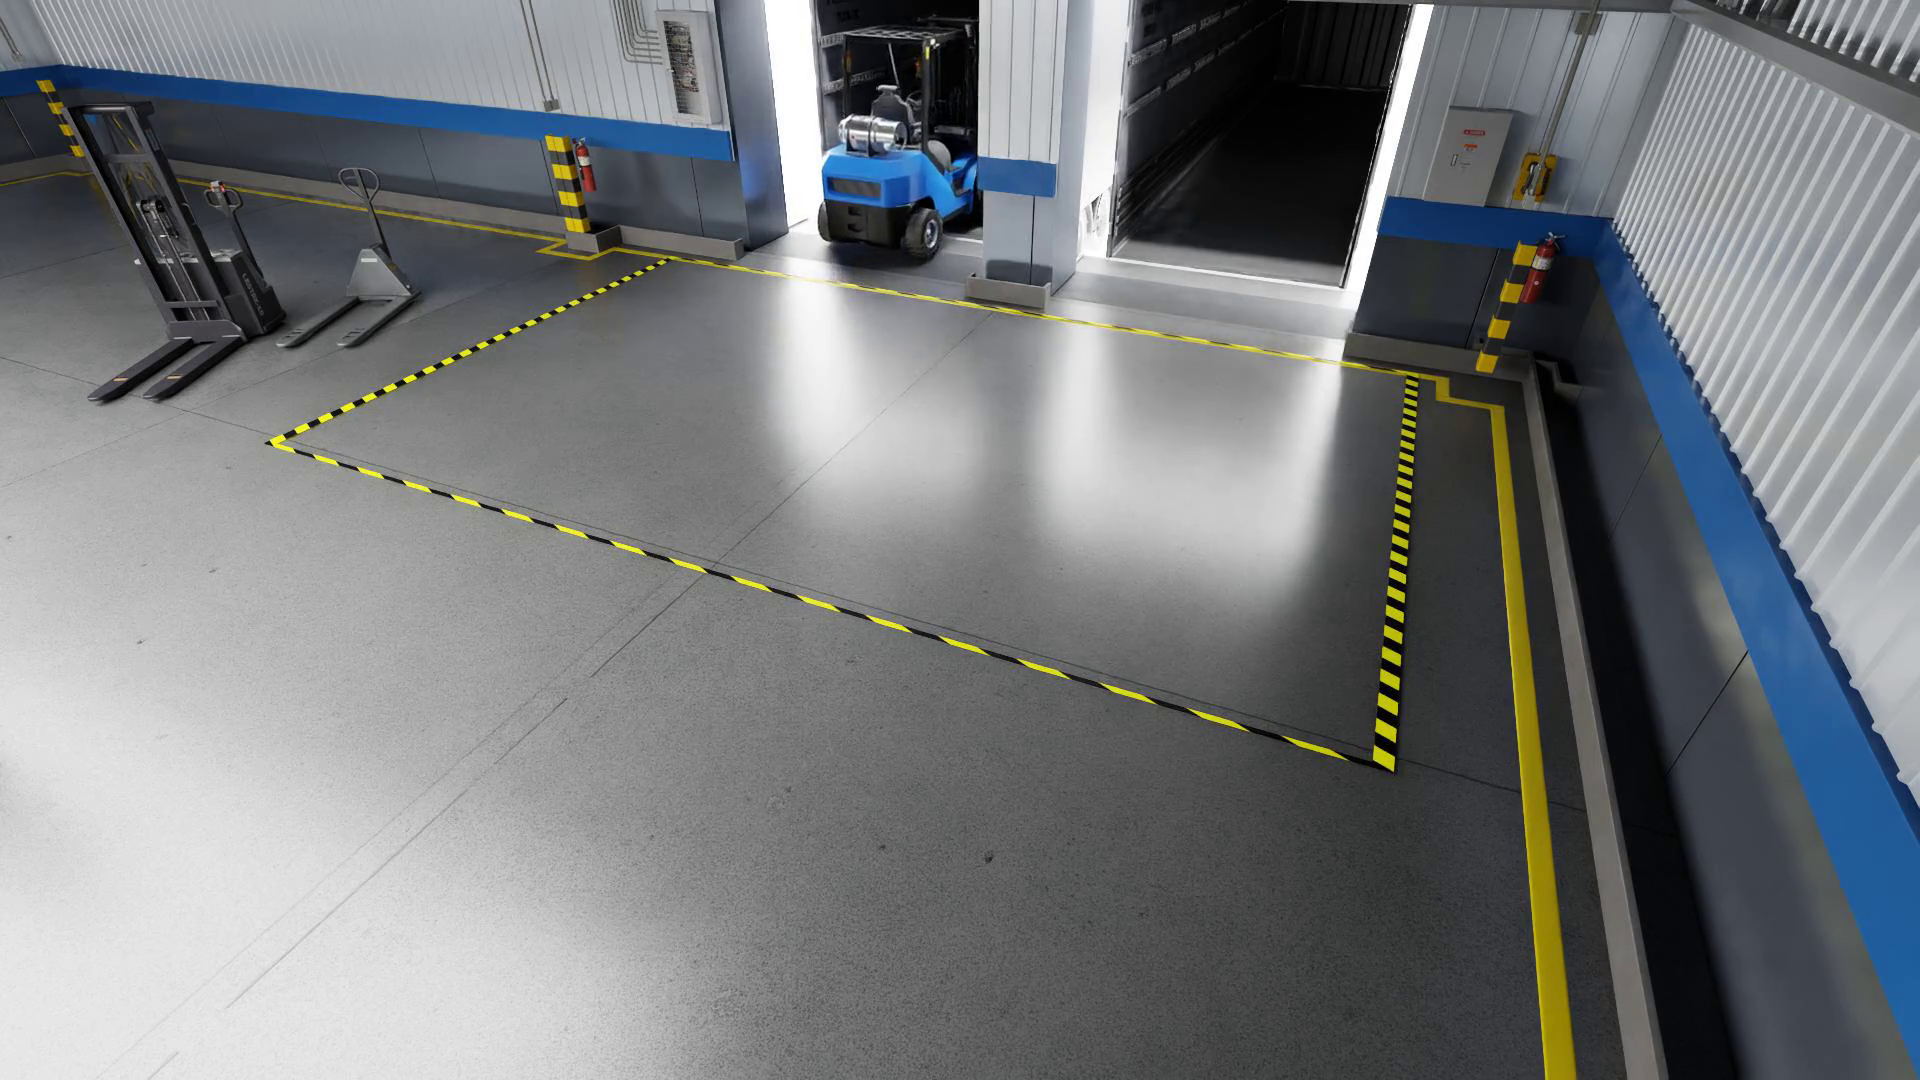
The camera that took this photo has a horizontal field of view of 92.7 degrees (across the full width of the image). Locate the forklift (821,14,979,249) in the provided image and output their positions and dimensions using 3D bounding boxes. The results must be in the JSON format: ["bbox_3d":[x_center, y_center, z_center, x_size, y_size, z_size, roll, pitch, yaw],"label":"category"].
[{"bbox_3d":[-0.526,-4.709,10.427,1.157,2.036,2.680,16,38,21],"label":"forklift"}]

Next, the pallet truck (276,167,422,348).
[{"bbox_3d":[-5.732,-2.611,8.414,0.680,1.201,1.601,-1,35,-1],"label":"pallet truck"}]

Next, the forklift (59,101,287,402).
[{"bbox_3d":[-6.686,-2.387,7.434,0.823,1.965,1.885,-3,35,-5],"label":"forklift"}]
